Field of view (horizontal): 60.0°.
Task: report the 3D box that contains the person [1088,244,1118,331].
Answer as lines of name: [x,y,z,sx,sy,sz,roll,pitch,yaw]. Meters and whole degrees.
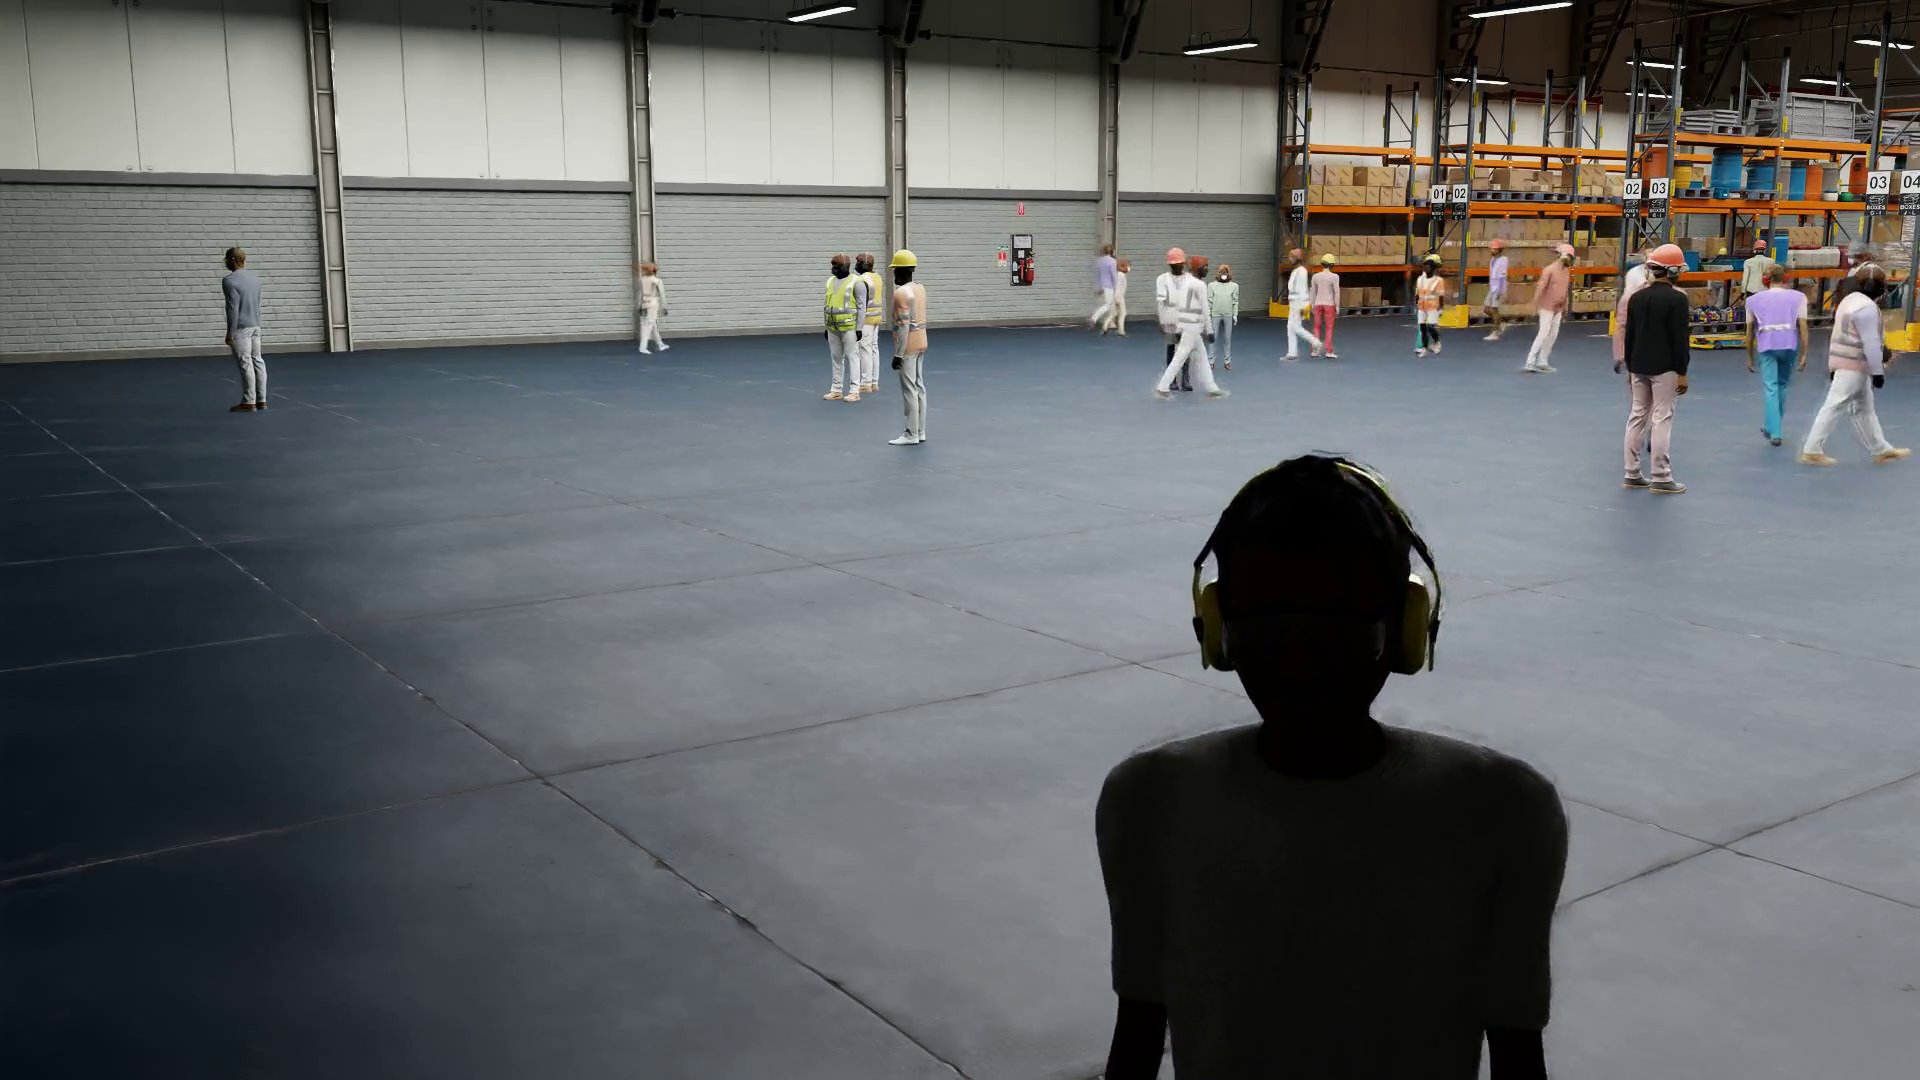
person: [3.145,-5.462,36.057,0.812,1.913,0.630,-4,11,-21]

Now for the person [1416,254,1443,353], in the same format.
person: [8.370,-4.169,29.423,0.621,1.746,0.524,0,10,-2]

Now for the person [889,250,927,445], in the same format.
person: [-0.523,-1.902,16.495,0.374,1.928,0.584,4,11,19]

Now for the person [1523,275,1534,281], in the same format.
person: [15.122,-6.831,43.469,0.840,1.936,0.642,-4,11,-19]

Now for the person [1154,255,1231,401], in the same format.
person: [2.908,-2.651,20.881,1.025,1.830,0.566,-2,10,-9]

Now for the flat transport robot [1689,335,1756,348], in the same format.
flat transport robot: [14.088,-3.679,30.781,1.431,0.197,0.652,-3,11,-14]

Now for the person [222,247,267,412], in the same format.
person: [-8.461,-2.479,19.626,0.378,1.940,0.629,2,10,9]

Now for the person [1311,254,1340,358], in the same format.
person: [6.240,-3.986,28.363,0.533,1.767,0.325,9,13,39]

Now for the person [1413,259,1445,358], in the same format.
person: [7.972,-3.934,28.293,0.393,1.679,0.542,-9,14,-40]

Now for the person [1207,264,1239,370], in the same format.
person: [4.064,-3.454,25.811,0.499,1.633,0.289,0,10,2]

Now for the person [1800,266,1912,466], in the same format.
person: [8.082,-1.541,14.900,0.968,1.786,0.648,3,11,16]

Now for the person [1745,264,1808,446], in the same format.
person: [8.160,-1.863,16.696,0.573,1.771,0.949,3,11,16]

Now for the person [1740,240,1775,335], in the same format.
person: [15.766,-4.927,32.892,0.609,1.996,0.379,2,10,8]

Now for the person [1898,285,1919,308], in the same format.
person: [19.193,-4.987,33.417,0.622,1.932,0.370,5,12,26]

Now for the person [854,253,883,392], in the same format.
person: [-1.259,-2.882,22.096,0.429,1.845,0.633,3,11,18]

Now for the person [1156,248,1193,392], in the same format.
person: [2.883,-2.916,22.106,0.558,1.897,0.843,0,10,0]

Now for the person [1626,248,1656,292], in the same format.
person: [10.631,-3.582,25.812,0.647,1.884,0.780,2,10,9]

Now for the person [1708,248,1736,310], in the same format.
person: [18.161,-6.074,39.730,0.850,1.802,0.593,-8,13,-37]

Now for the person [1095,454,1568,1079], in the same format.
person: [0.411,0.800,1.891,0.521,1.853,0.749,2,11,11]

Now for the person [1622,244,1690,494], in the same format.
person: [5.634,-1.375,13.420,0.382,1.996,0.608,-4,11,-23]

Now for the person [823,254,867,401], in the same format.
person: [-1.474,-2.659,20.886,0.633,1.839,0.429,8,13,36]

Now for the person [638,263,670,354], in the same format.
person: [-5.436,-4.098,29.459,0.535,1.587,0.875,8,13,36]

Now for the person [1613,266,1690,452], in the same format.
person: [6.676,-1.792,16.095,0.663,1.855,1.024,4,11,22]

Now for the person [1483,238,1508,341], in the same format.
person: [10.627,-4.955,32.965,0.500,2.024,0.604,-2,11,-11]

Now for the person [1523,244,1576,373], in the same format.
person: [8.978,-3.498,25.189,0.658,1.946,0.510,-8,13,-36]

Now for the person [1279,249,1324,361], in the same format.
person: [5.647,-3.871,27.471,0.609,1.867,0.610,-1,10,-3]

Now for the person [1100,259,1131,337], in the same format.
person: [3.200,-4.976,34.267,0.619,1.602,0.533,2,10,9]

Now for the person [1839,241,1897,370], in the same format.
person: [13.468,-3.455,24.701,0.802,2.000,0.705,0,10,0]
